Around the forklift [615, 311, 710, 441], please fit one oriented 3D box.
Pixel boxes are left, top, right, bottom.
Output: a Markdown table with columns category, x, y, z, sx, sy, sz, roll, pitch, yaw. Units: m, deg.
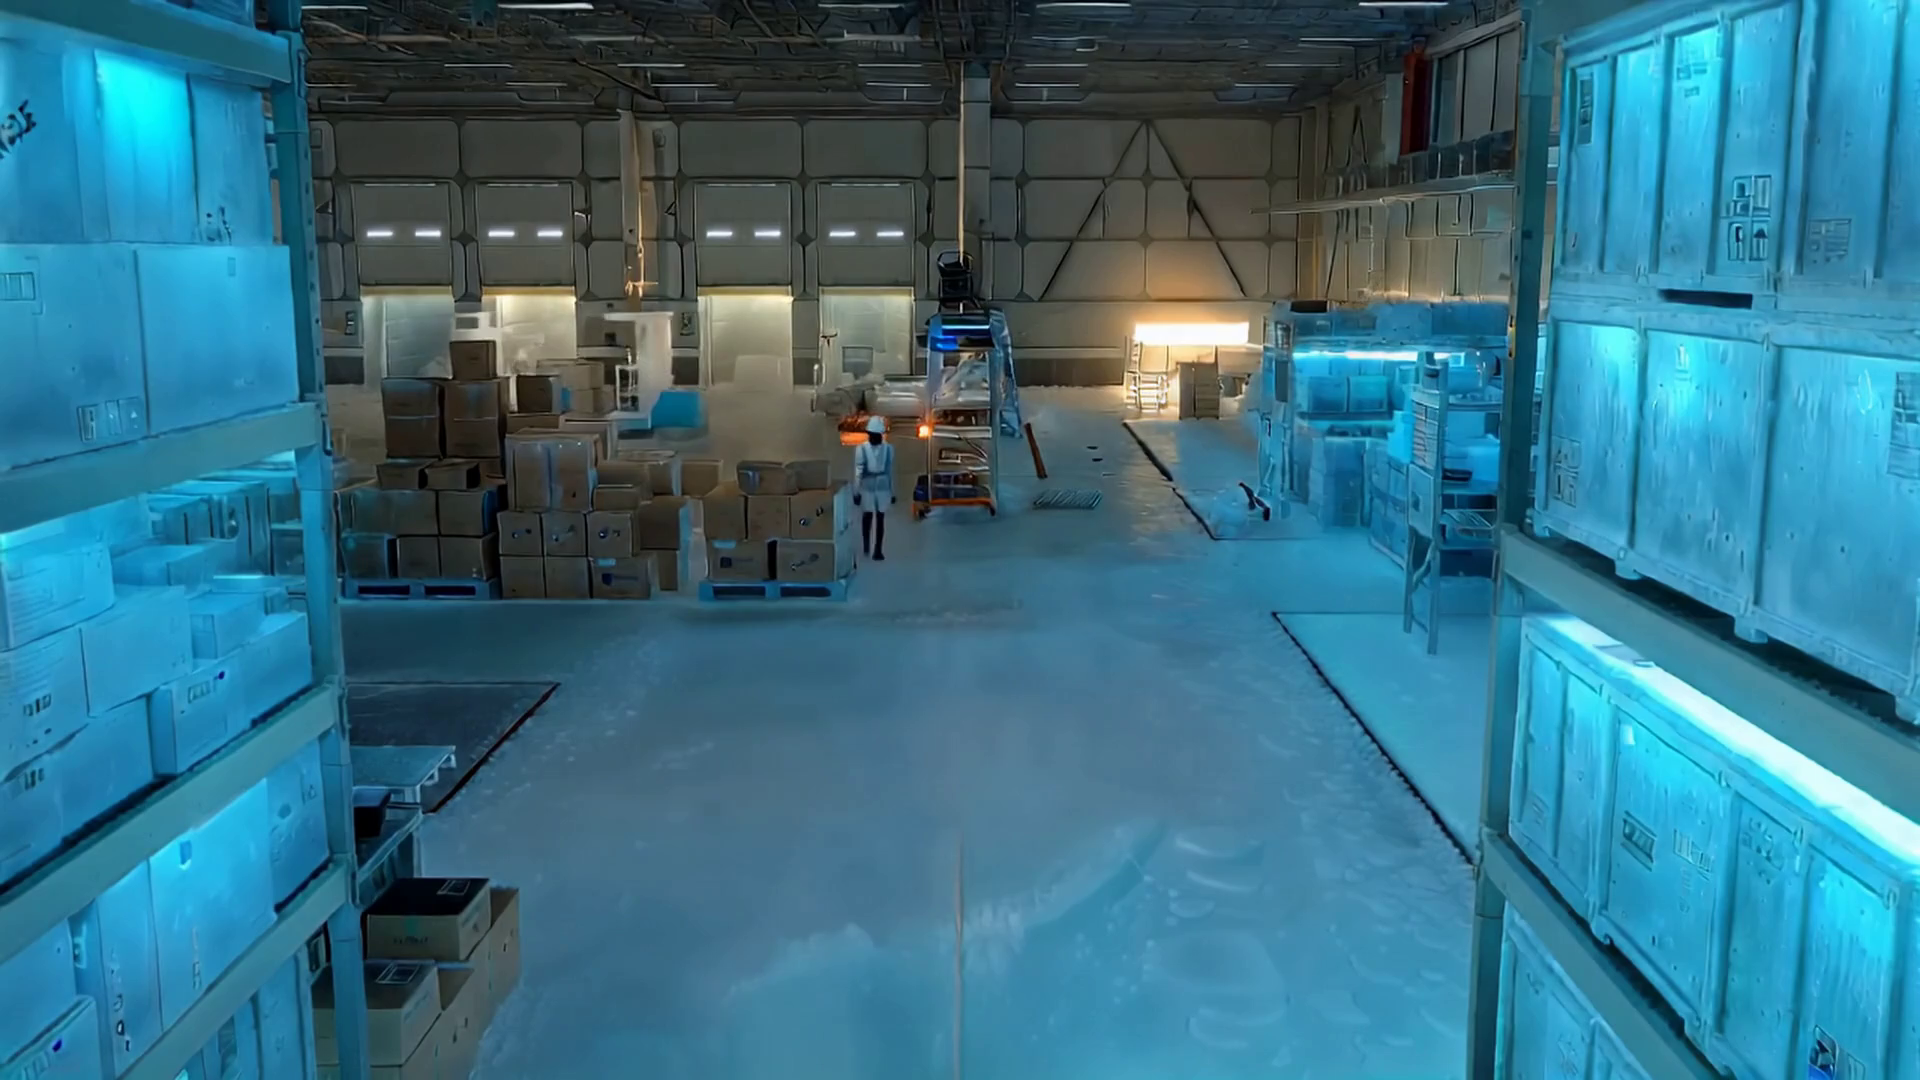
| category | x | y | z | sx | sy | sz | roll | pitch | yaw |
| --- | --- | --- | --- | --- | --- | --- | --- | --- | --- |
| forklift | -6.587 | -3.643 | 36.722 | 1.873 | 2.768 | 1.129 | 1 | 10 | 8 |

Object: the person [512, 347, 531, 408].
| category | x | y | z | sx | sy | sz | roll | pitch | yaw |
| --- | --- | --- | --- | --- | --- | --- | --- | --- | --- |
| person | -11.252 | -4.107 | 42.811 | 0.541 | 1.695 | 0.315 | -9 | 13 | -41 |

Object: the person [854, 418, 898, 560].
| category | x | y | z | sx | sy | sz | roll | pitch | yaw |
| --- | --- | --- | --- | --- | --- | --- | --- | --- | --- |
| person | -1.118 | -0.676 | 22.342 | 0.581 | 1.925 | 0.437 | -3 | 10 | -19 |

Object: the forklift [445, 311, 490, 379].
| category | x | y | z | sx | sy | sz | roll | pitch | yaw |
| --- | --- | --- | --- | --- | --- | --- | --- | --- | --- |
| forklift | -10.825 | -3.651 | 36.765 | 1.129 | 2.768 | 1.873 | 2 | 10 | 13 |

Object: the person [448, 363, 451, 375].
| category | x | y | z | sx | sy | sz | roll | pitch | yaw |
| --- | --- | --- | --- | --- | --- | --- | --- | --- | --- |
| person | -11.539 | -3.401 | 38.090 | 0.357 | 1.929 | 0.629 | -2 | 10 | -11 |

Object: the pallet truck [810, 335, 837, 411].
| category | x | y | z | sx | sy | sz | roll | pitch | yaw |
| --- | --- | --- | --- | --- | --- | --- | --- | --- | --- |
| pallet truck | -3.021 | -4.312 | 43.126 | 1.885 | 1.965 | 0.823 | 3 | 10 | 17 |
